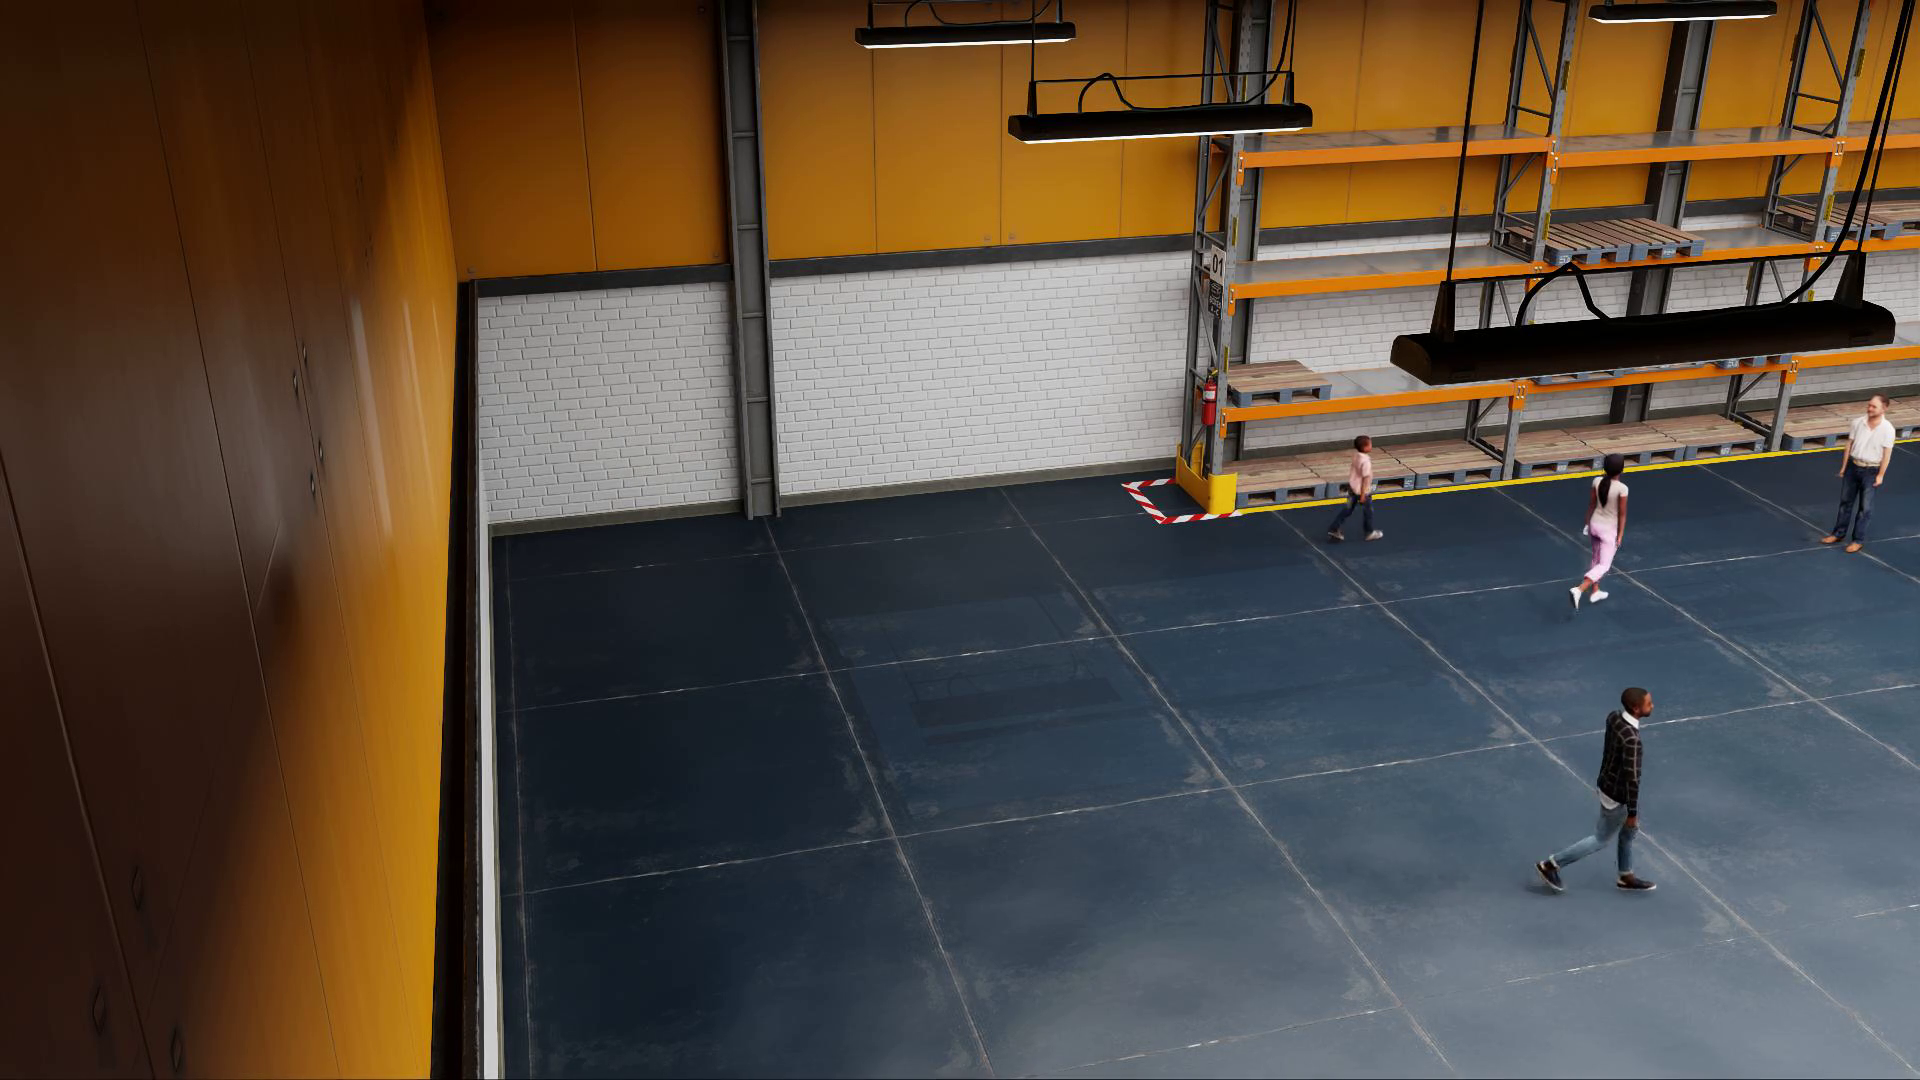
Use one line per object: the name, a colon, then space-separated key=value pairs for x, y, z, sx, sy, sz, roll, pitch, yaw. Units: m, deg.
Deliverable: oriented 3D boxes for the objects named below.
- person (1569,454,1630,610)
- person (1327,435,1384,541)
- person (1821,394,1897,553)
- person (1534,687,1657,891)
person: x=6.661 y=-0.060 z=17.345 sx=1.082 sy=1.722 sz=0.792 roll=-15 pitch=28 yaw=-31
person: x=4.520 y=-0.577 z=19.065 sx=0.878 sy=1.292 sz=0.509 roll=-6 pitch=24 yaw=-13
person: x=10.253 y=-0.785 z=18.837 sx=0.660 sy=1.855 sz=0.709 roll=-13 pitch=27 yaw=-27
person: x=4.916 y=1.939 z=12.693 sx=1.286 sy=1.785 sz=0.985 roll=3 pitch=24 yaw=7
